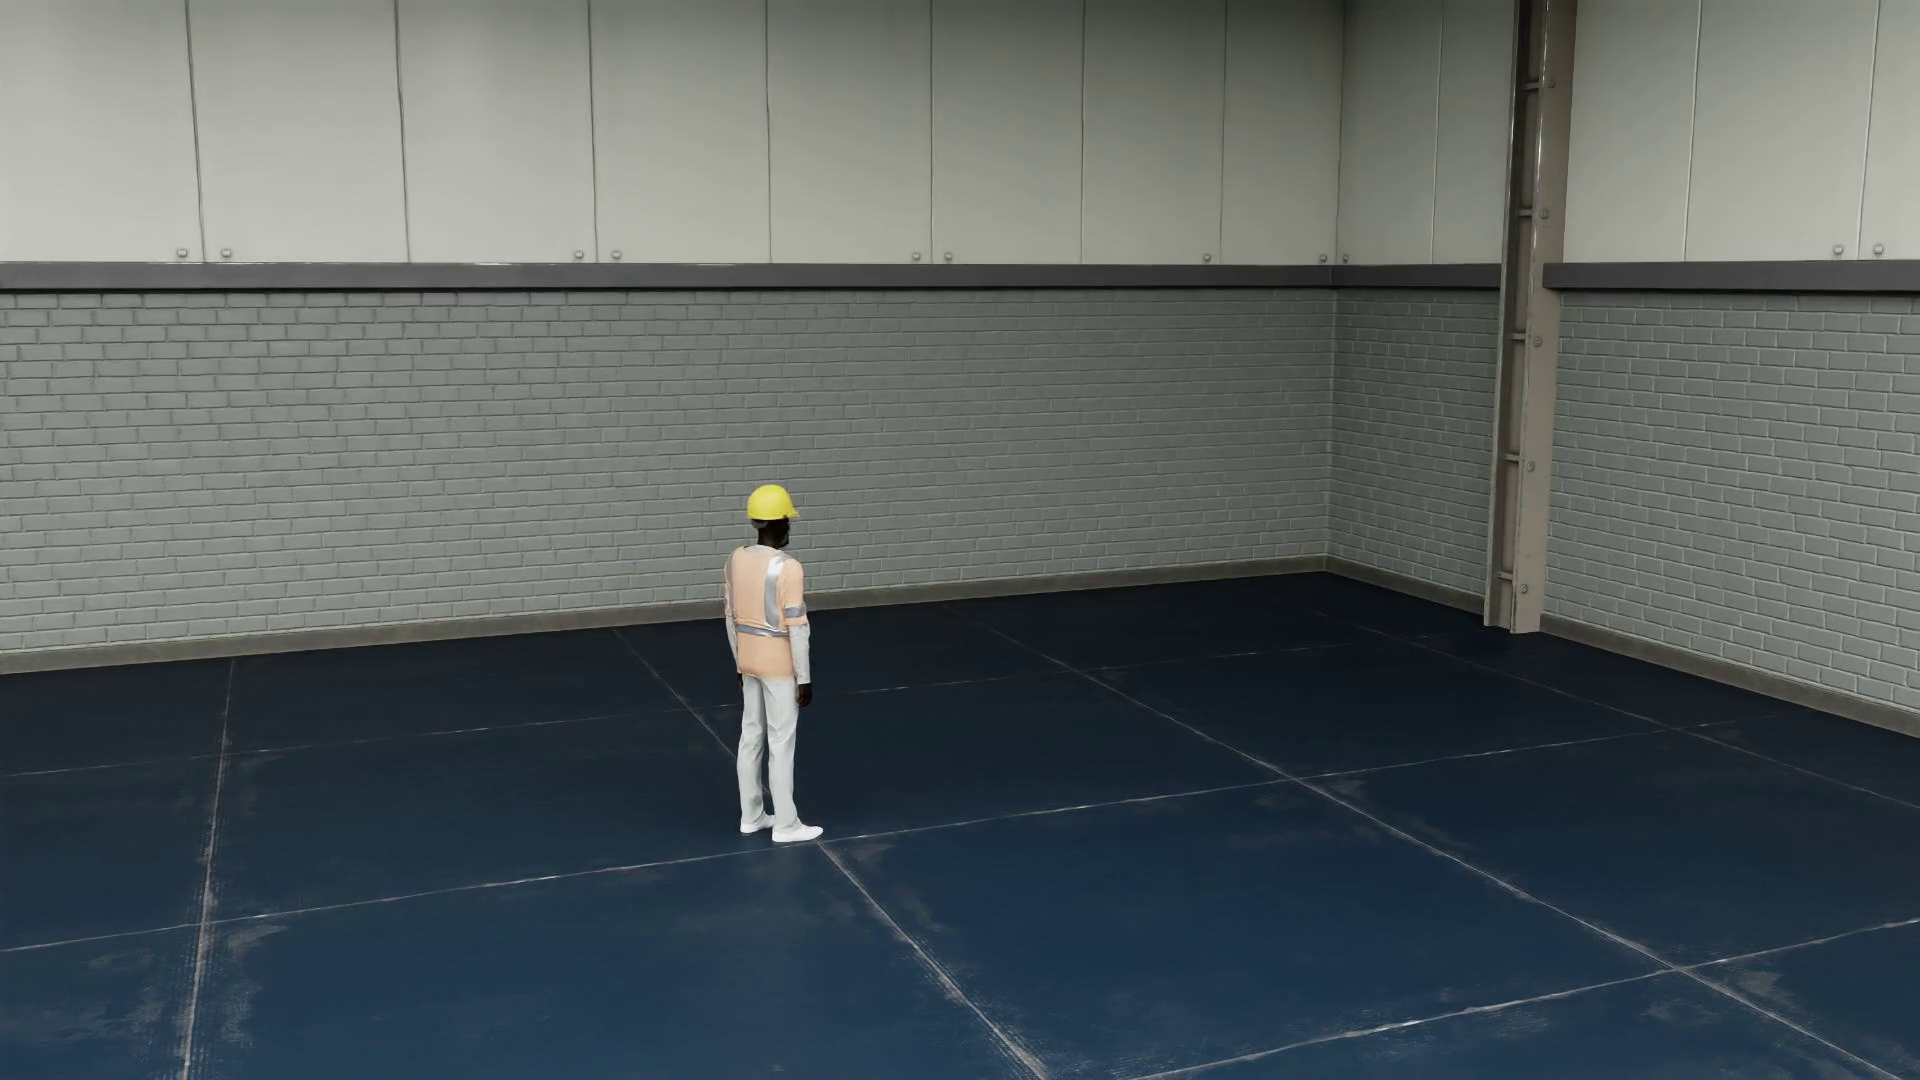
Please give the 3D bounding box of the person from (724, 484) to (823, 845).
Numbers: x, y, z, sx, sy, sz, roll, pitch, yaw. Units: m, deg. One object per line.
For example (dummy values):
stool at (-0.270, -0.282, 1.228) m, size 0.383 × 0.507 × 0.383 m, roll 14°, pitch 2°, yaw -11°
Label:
person at (-1.008, 0.663, 8.903) m, size 0.588 × 1.930 × 0.364 m, roll 8°, pitch 12°, yaw 40°
